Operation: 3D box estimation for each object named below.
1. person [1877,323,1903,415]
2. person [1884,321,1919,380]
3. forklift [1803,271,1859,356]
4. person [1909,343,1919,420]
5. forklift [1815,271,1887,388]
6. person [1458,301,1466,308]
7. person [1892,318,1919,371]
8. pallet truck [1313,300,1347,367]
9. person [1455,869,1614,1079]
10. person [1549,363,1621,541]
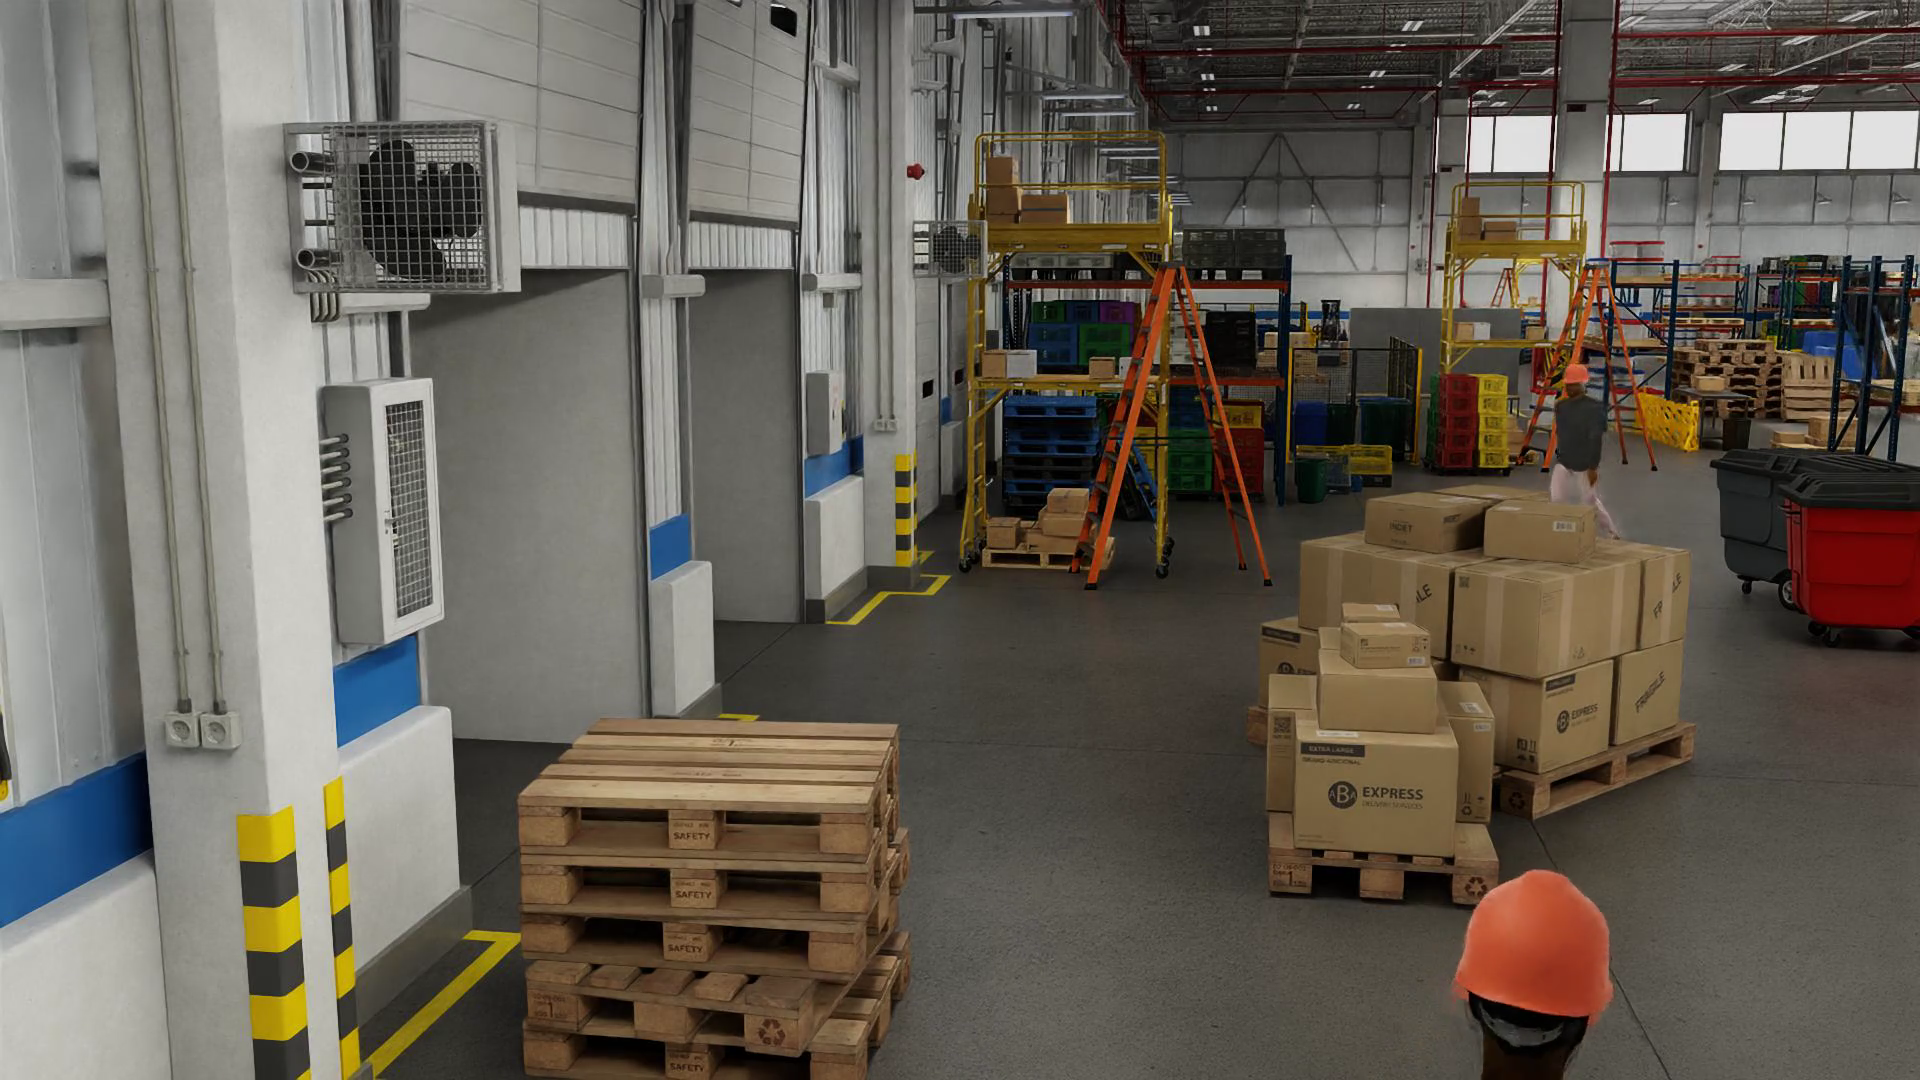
[{"bbox_3d":[18.271,-3.335,32.546,0.525,1.831,0.438,-2,9,-11],"label":"person"},{"bbox_3d":[18.543,-3.384,32.676,0.660,1.908,0.791,6,11,34],"label":"person"},{"bbox_3d":[25.475,-6.337,47.851,1.873,2.768,1.129,0,9,2],"label":"forklift"},{"bbox_3d":[18.234,-3.072,31.327,0.500,1.705,0.860,-1,9,-3],"label":"person"},{"bbox_3d":[20.825,-4.777,38.230,1.873,2.768,1.129,1,9,9],"label":"forklift"},{"bbox_3d":[16.191,-6.770,53.585,0.993,1.889,0.564,-2,9,-13],"label":"person"},{"bbox_3d":[19.712,-3.705,34.672,0.630,1.902,0.967,-2,9,-11],"label":"person"},{"bbox_3d":[11.159,-6.200,49.718,0.823,1.965,1.885,4,10,26],"label":"pallet truck"},{"bbox_3d":[0.932,1.459,2.777,0.560,1.896,0.878,5,10,26],"label":"person"},{"bbox_3d":[6.179,-0.785,16.495,0.986,1.955,0.619,-5,10,-27],"label":"person"}]
